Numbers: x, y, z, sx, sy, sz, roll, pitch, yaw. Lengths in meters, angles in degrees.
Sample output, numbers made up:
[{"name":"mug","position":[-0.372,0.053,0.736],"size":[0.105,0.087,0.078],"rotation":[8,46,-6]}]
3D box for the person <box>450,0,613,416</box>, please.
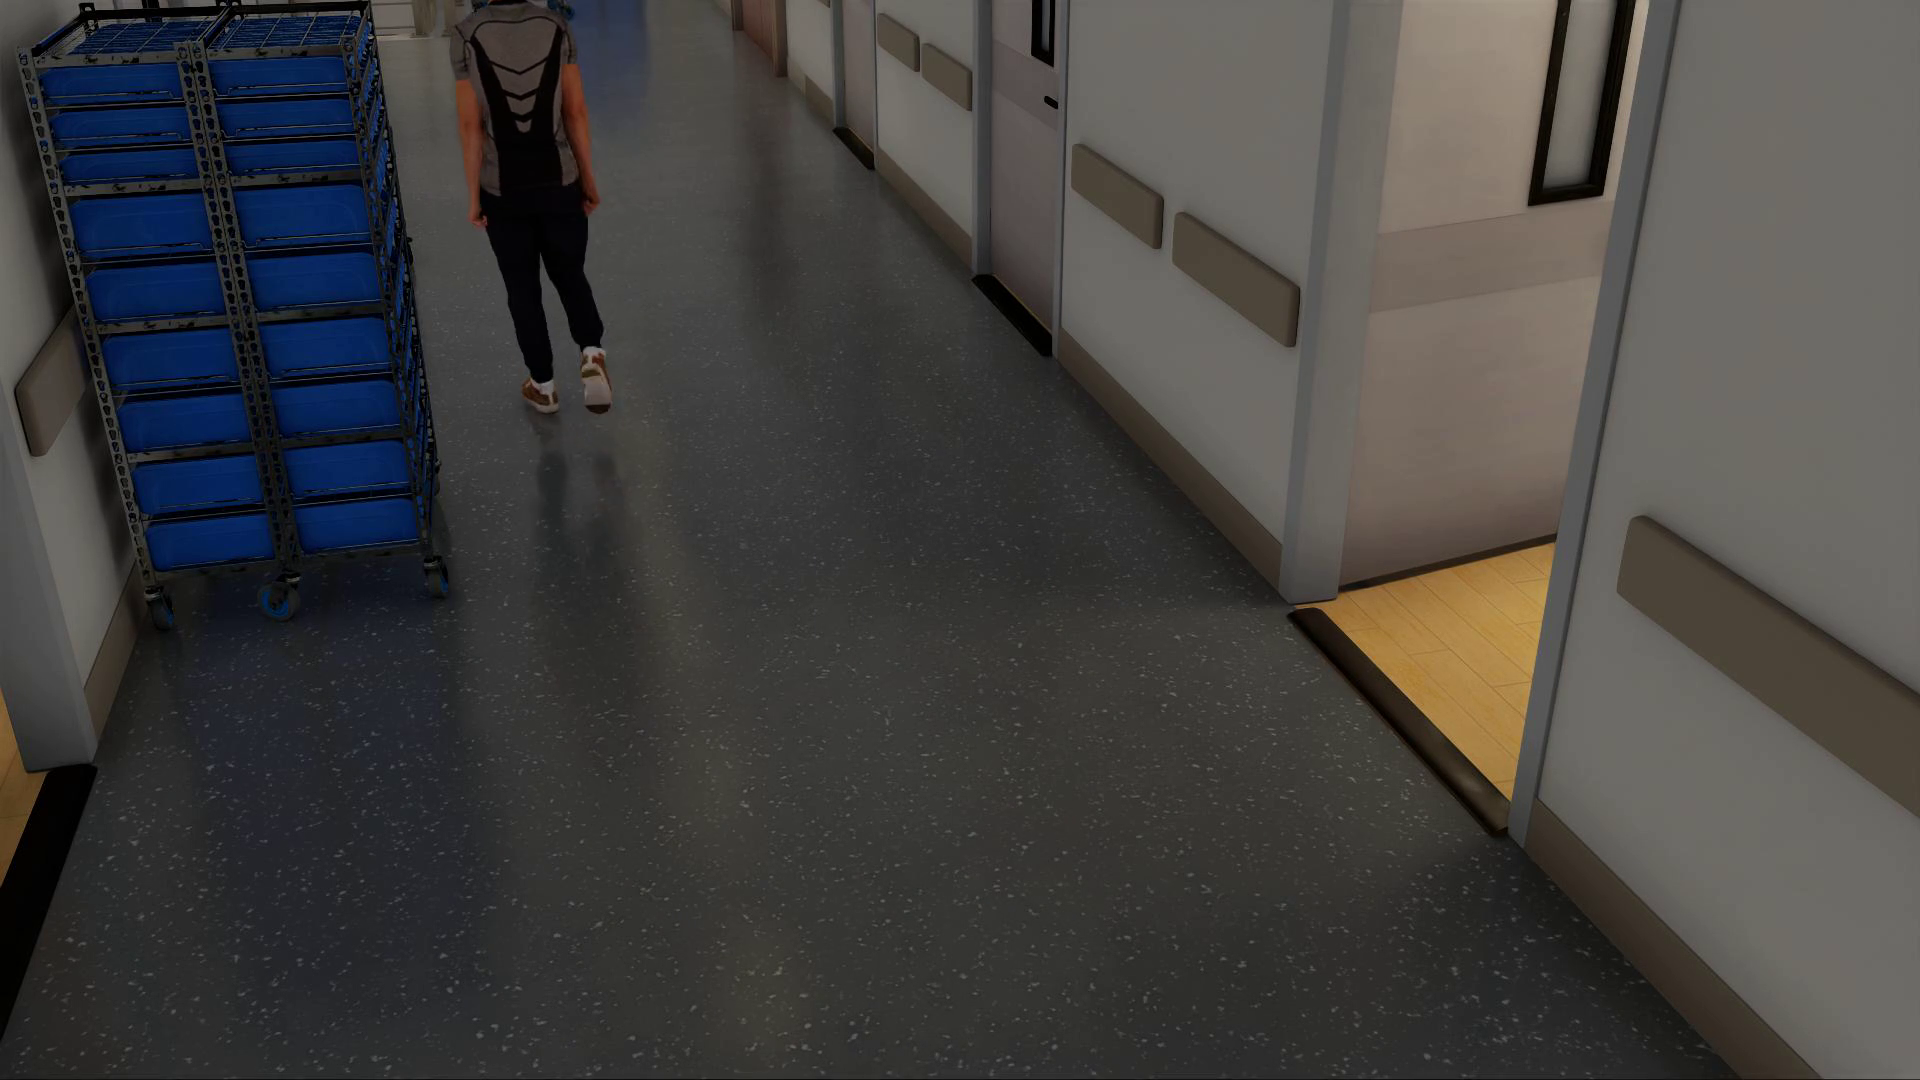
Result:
[{"name":"person","position":[-1.593,-1.325,6.252],"size":[0.763,1.882,1.013],"rotation":[-12,28,-24]}]
